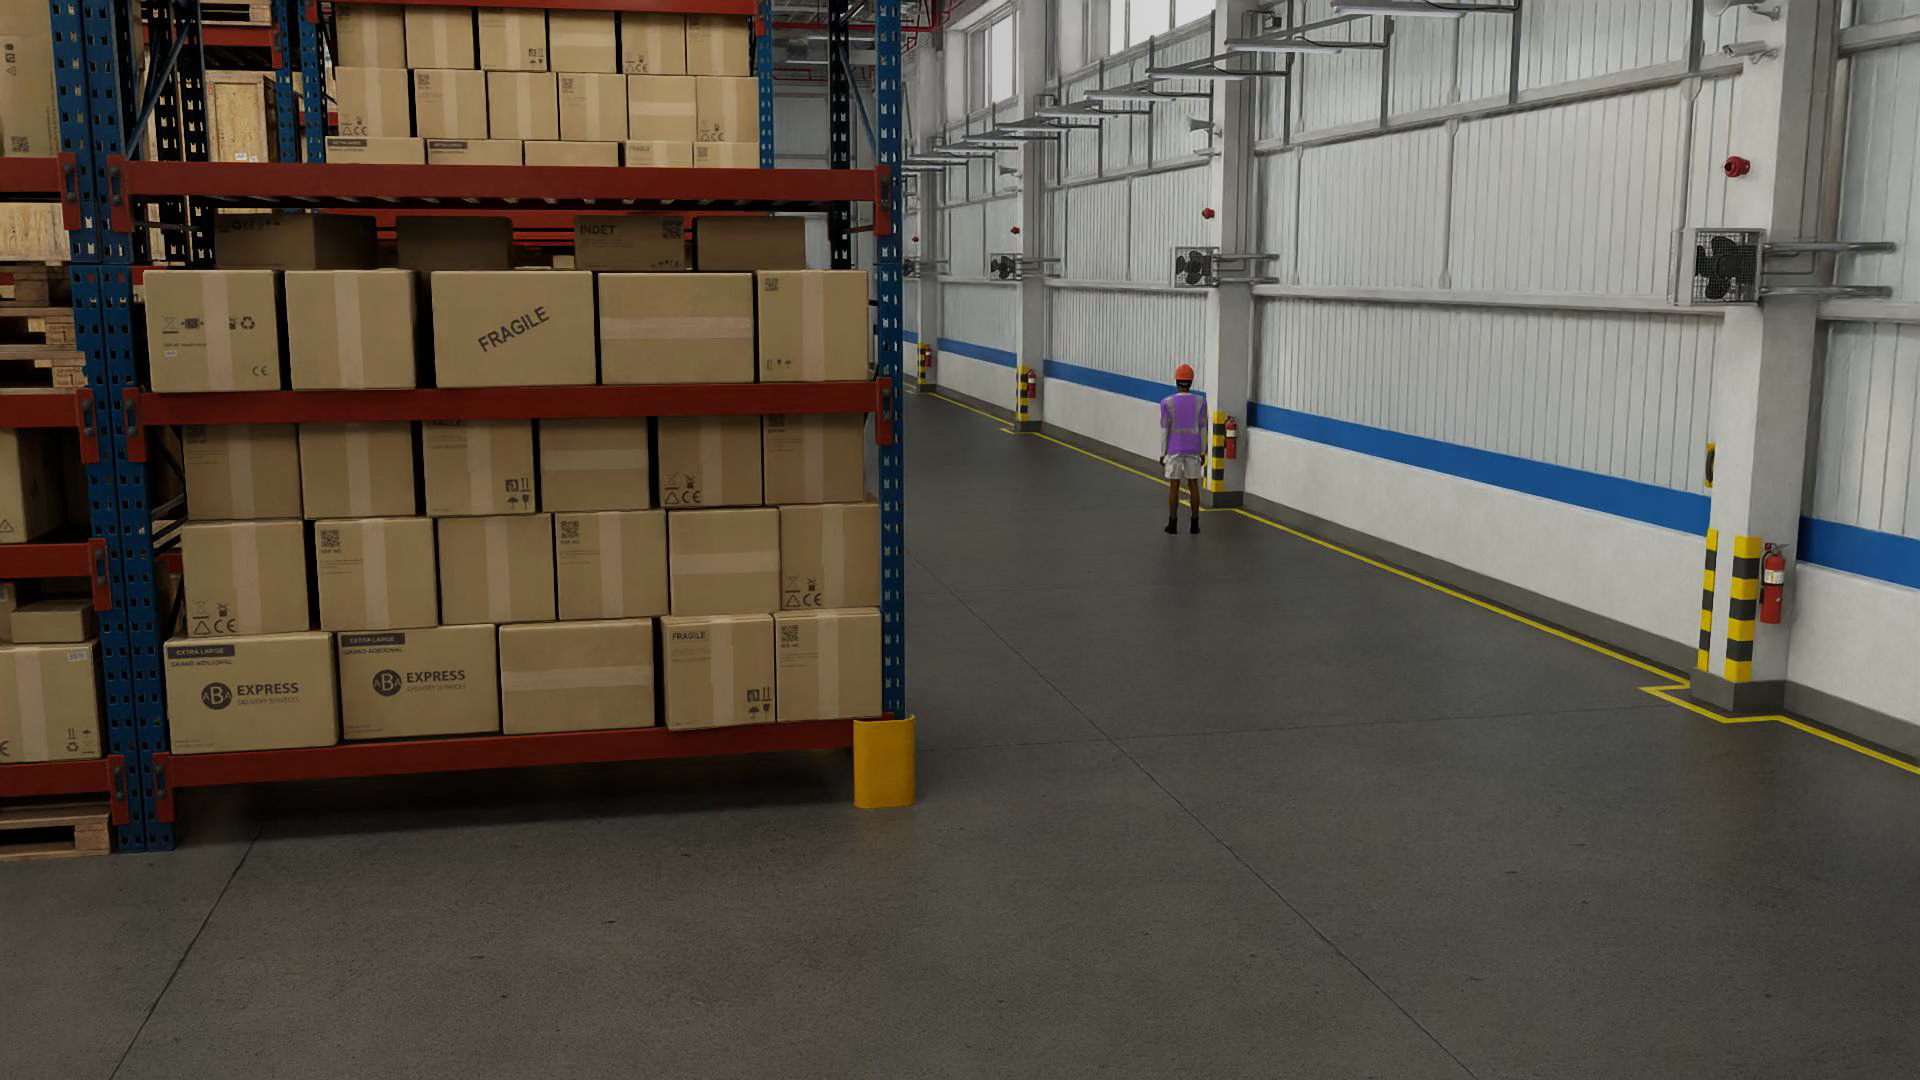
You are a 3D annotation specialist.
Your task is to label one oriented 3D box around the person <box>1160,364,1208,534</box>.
[{"bbox_3d":[2.538,-1.030,18.941,0.543,1.939,0.359,0,9,-1],"label":"person"}]
